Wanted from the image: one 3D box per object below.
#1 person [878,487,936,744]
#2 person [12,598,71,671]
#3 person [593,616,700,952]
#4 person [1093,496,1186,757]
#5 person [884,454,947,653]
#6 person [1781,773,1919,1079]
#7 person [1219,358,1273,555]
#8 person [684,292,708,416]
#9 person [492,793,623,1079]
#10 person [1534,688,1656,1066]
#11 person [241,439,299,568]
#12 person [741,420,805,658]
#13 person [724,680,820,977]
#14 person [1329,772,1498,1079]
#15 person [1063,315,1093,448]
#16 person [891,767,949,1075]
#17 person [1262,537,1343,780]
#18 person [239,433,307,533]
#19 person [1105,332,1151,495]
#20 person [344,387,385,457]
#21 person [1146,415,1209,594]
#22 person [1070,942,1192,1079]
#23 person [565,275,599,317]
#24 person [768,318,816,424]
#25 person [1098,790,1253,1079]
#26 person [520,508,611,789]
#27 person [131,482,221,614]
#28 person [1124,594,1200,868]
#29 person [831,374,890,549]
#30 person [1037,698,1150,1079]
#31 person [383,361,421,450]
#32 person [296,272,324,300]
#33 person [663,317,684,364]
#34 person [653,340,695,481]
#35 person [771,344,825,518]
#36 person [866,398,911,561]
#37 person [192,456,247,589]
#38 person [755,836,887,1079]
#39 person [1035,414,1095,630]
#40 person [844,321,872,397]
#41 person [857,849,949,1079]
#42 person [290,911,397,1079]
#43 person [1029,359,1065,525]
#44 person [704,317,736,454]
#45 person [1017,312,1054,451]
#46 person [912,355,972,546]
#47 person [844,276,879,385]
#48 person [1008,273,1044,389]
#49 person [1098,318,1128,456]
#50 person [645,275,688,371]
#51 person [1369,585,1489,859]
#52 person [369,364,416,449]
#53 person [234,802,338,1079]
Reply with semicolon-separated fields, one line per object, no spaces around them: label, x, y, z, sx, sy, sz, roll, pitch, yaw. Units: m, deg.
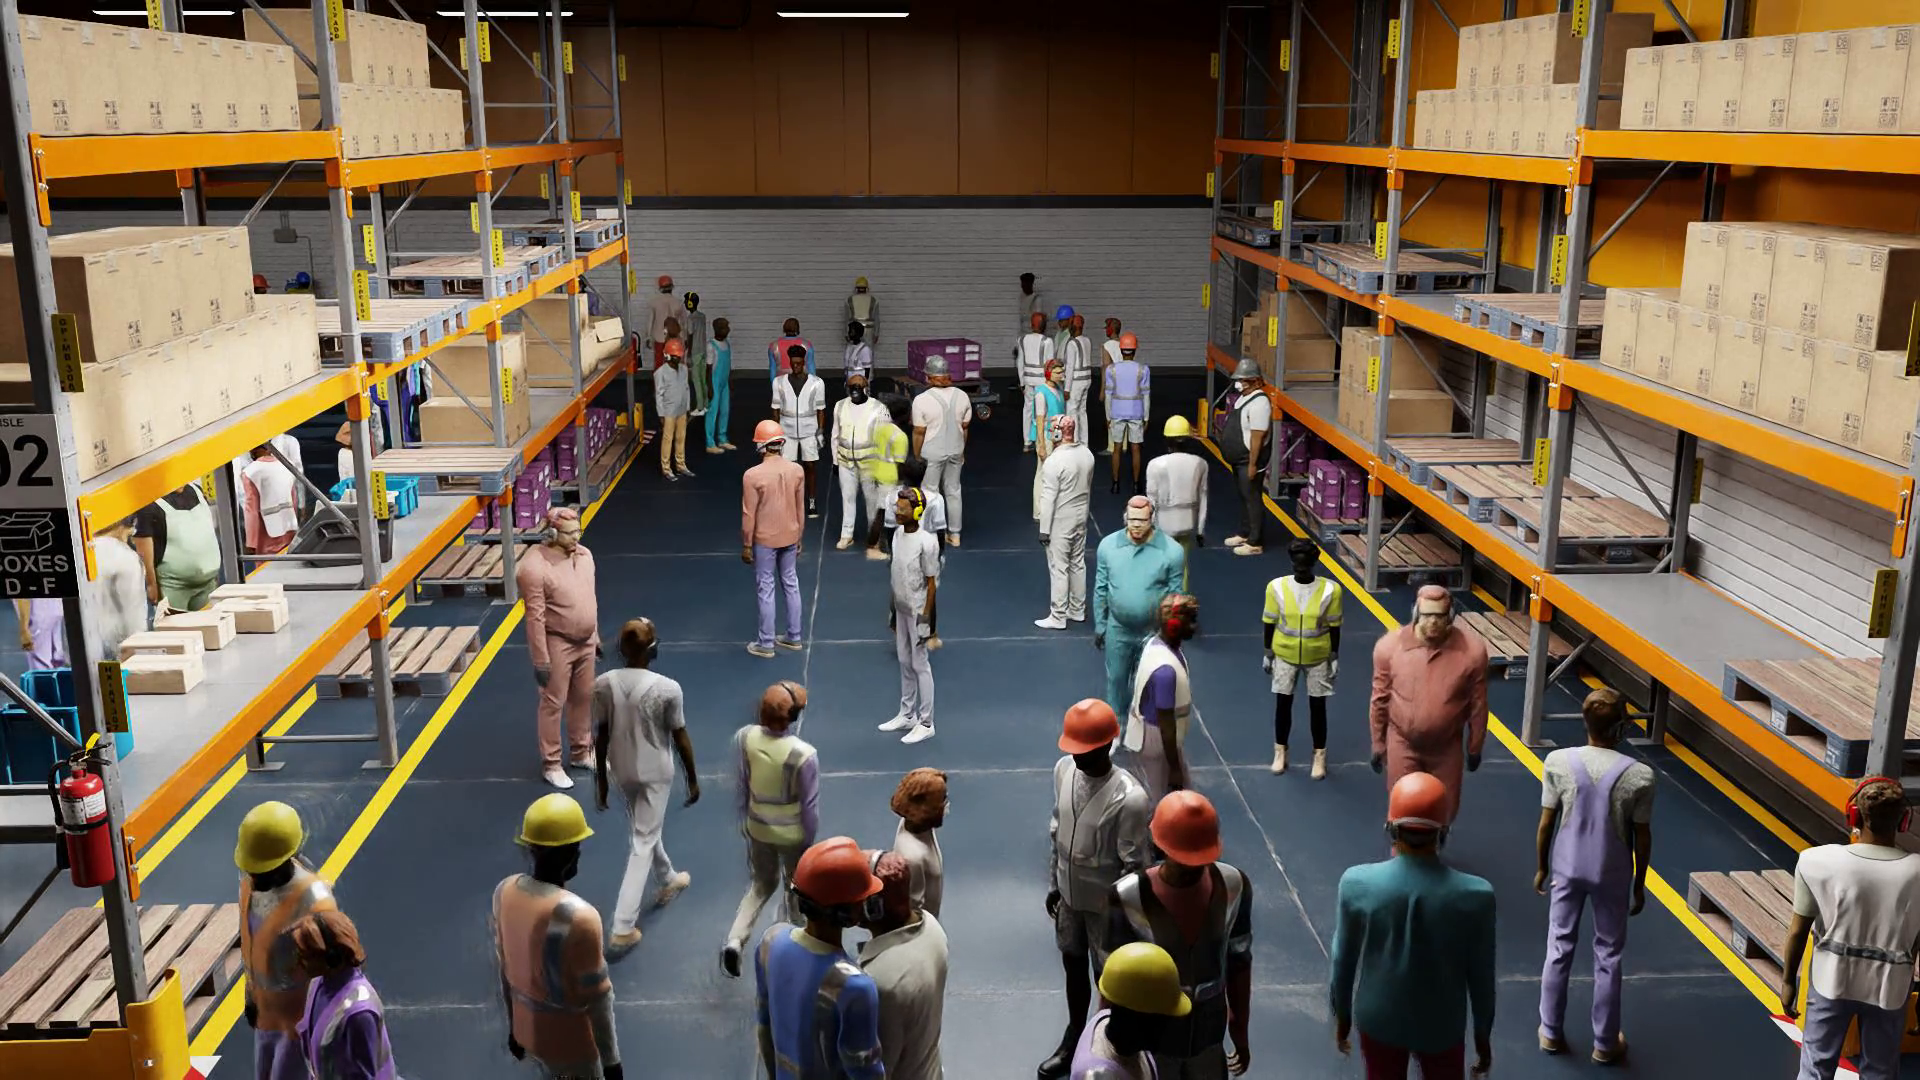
person;-0.365;0.529;11.975;0.328;1.877;0.513;-9;17;-32
person;-6.611;0.562;11.927;0.337;1.836;0.504;-1;14;-5
person;-1.731;1.298;9.122;0.530;1.799;0.980;5;15;18
person;1.233;0.616;11.595;0.643;1.898;0.398;5;15;19
person;-0.365;0.118;13.944;0.539;1.697;0.317;3;15;12
person;3.683;1.859;6.832;0.560;1.836;0.393;6;16;23
person;2.943;-0.879;17.170;0.535;2.000;0.688;-1;14;-2
person;-3.982;-2.804;25.100;0.328;1.861;0.507;4;15;16
person;-1.592;1.911;6.481;0.597;1.902;0.686;12;19;39
person;2.985;1.590;7.876;0.505;1.842;0.349;8;17;30
person;-5.857;-0.050;14.188;0.402;1.908;0.598;4;15;14
person;-1.566;-0.016;13.902;0.614;1.987;0.408;-13;19;-42
person;-0.961;1.519;8.587;0.521;1.621;0.550;9;17;30
person;1.771;1.863;6.531;0.638;1.978;0.430;5;15;20
person;1.564;-2.049;22.108;0.351;1.872;0.585;9;17;30
person;-0.189;1.792;7.520;0.286;1.625;0.495;1;14;2
person;2.319;0.791;11.319;0.540;1.686;0.320;4;15;16
person;-6.328;-0.343;15.326;0.554;1.921;0.396;-4;15;-14
person;1.994;-1.498;19.798;0.545;1.942;0.349;3;15;11
person;-7.547;-1.698;21.000;0.486;1.738;0.321;-13;19;-41
person;1.877;-0.122;14.448;0.617;1.908;0.525;-5;15;-20
person;0.527;2.182;5.409;0.401;1.917;0.592;2;14;8
person;-6.185;-3.373;27.174;0.627;1.934;0.370;-6;16;-23
person;-2.211;-2.023;22.060;0.627;1.844;0.429;0;14;2
person;0.827;1.892;6.328;0.611;2.030;0.410;-4;15;-15
person;-2.617;0.716;11.209;0.422;1.899;0.684;7;16;26
person;-5.940;0.243;12.764;0.536;2.000;0.688;5;15;20
person;1.160;1.192;9.467;0.445;1.831;0.585;3;15;11
person;-1.046;-0.805;17.279;0.625;1.844;0.429;4;15;14
person;0.591;1.626;7.577;0.388;1.925;0.550;-12;18;-39
person;-7.296;-1.930;21.540;0.596;1.916;0.380;-4;15;-16
person;-10.755;-3.450;27.483;0.442;1.937;0.615;10;18;36
person;-4.116;-2.385;23.906;0.280;1.637;0.504;-10;17;-33
person;-3.534;-1.616;20.657;0.351;1.743;0.568;9;17;32
person;-1.808;-1.216;18.641;0.607;1.966;0.367;-1;14;-2
person;-0.629;-0.617;16.918;0.788;1.651;0.540;-5;15;-20
person;-6.416;-0.091;14.348;0.402;1.908;0.598;9;17;31
person;-0.447;2.002;5.857;0.393;2.041;0.614;-13;19;-40
person;0.905;-0.162;14.641;0.399;1.901;0.643;11;18;38
person;-1.421;-2.167;22.913;0.318;1.697;0.533;-12;19;-40
person;-0.264;2.023;6.074;0.403;1.897;0.654;3;15;13
person;-2.252;2.129;6.184;0.313;1.631;0.526;-11;18;-36
person;0.964;-1.087;18.379;0.372;1.840;0.570;6;15;21
person;-3.224;-2.066;22.258;0.363;1.835;0.504;6;15;22
person;1.039;-2.106;22.294;0.572;1.886;0.353;10;17;34
person;-0.251;-0.917;17.318;0.686;2.000;0.538;-9;17;-33
person;-1.645;-3.502;27.912;0.586;1.824;0.404;-1;14;-4
person;1.071;-3.415;27.325;0.782;1.933;0.631;-10;17;-33
person;2.068;-2.025;22.089;0.389;1.836;0.565;11;18;38
person;-4.661;-3.213;26.472;0.707;1.983;0.464;-4;15;-16
person;2.681;1.135;9.571;0.655;1.892;0.589;3;15;13
person;-7.028;-1.756;20.610;0.535;2.000;0.683;-3;15;-13
person;-2.627;1.870;6.693;0.648;1.887;0.649;13;19;40
